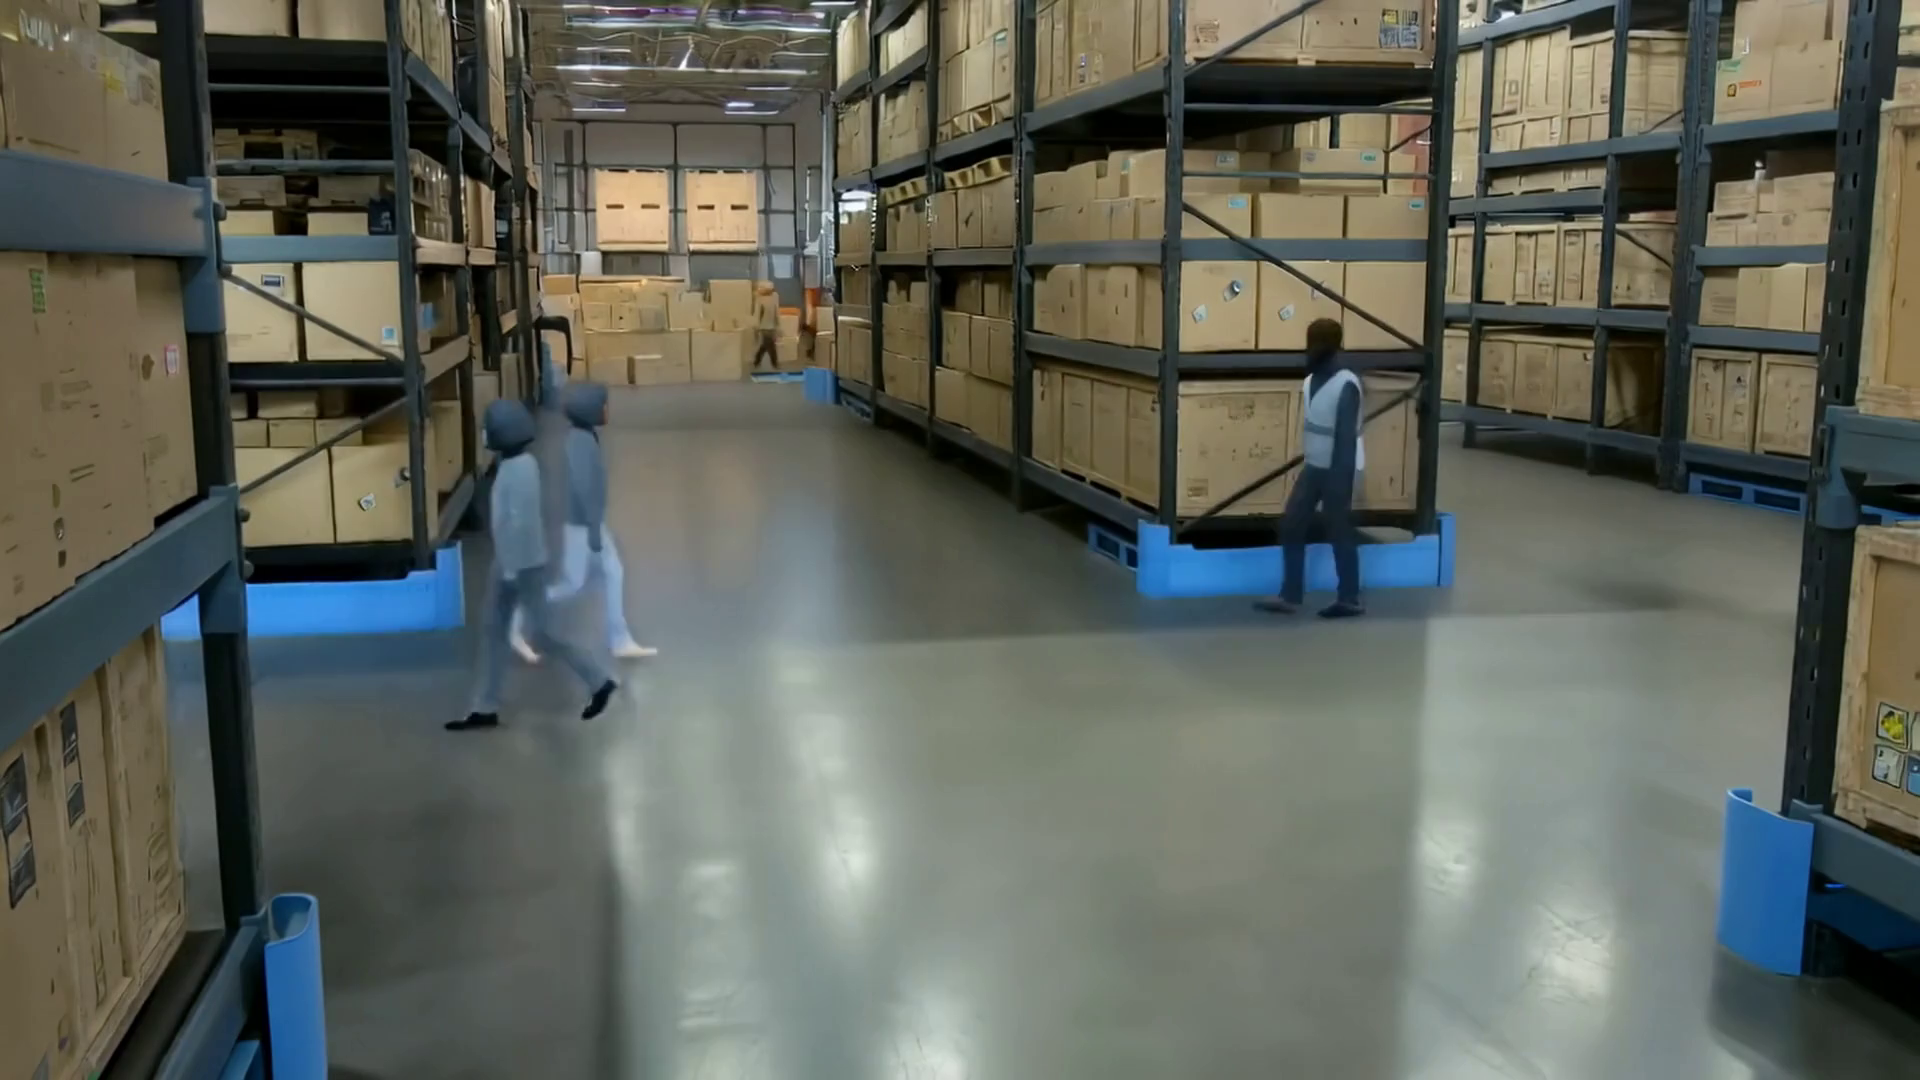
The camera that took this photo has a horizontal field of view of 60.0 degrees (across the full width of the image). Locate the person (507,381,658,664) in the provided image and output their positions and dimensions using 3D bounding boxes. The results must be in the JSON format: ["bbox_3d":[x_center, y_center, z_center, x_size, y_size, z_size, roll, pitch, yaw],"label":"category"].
[{"bbox_3d":[-2.161,-0.096,9.311,0.806,1.599,0.510,-2,10,-11],"label":"person"}]

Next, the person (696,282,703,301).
[{"bbox_3d":[-10.584,-9.671,67.550,0.309,1.637,0.518,-2,9,-11],"label":"person"}]

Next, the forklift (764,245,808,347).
[{"bbox_3d":[-4.934,-6.796,46.247,1.129,2.768,1.873,0,9,3],"label":"forklift"}]

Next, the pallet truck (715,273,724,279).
[{"bbox_3d":[-8.580,-8.986,62.280,1.885,1.965,0.823,1,9,5],"label":"pallet truck"}]

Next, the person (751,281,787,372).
[{"bbox_3d":[-4.017,-4.393,34.478,1.038,1.952,0.623,6,11,31],"label":"person"}]

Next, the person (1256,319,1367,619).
[{"bbox_3d":[2.205,-0.426,10.415,0.787,1.889,0.625,-2,10,-15],"label":"person"}]

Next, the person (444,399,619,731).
[{"bbox_3d":[-2.066,0.119,7.988,0.783,1.603,0.509,-5,10,-26],"label":"person"}]

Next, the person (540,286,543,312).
[{"bbox_3d":[-13.401,-7.345,52.456,0.632,1.938,0.359,3,10,20],"label":"person"}]
